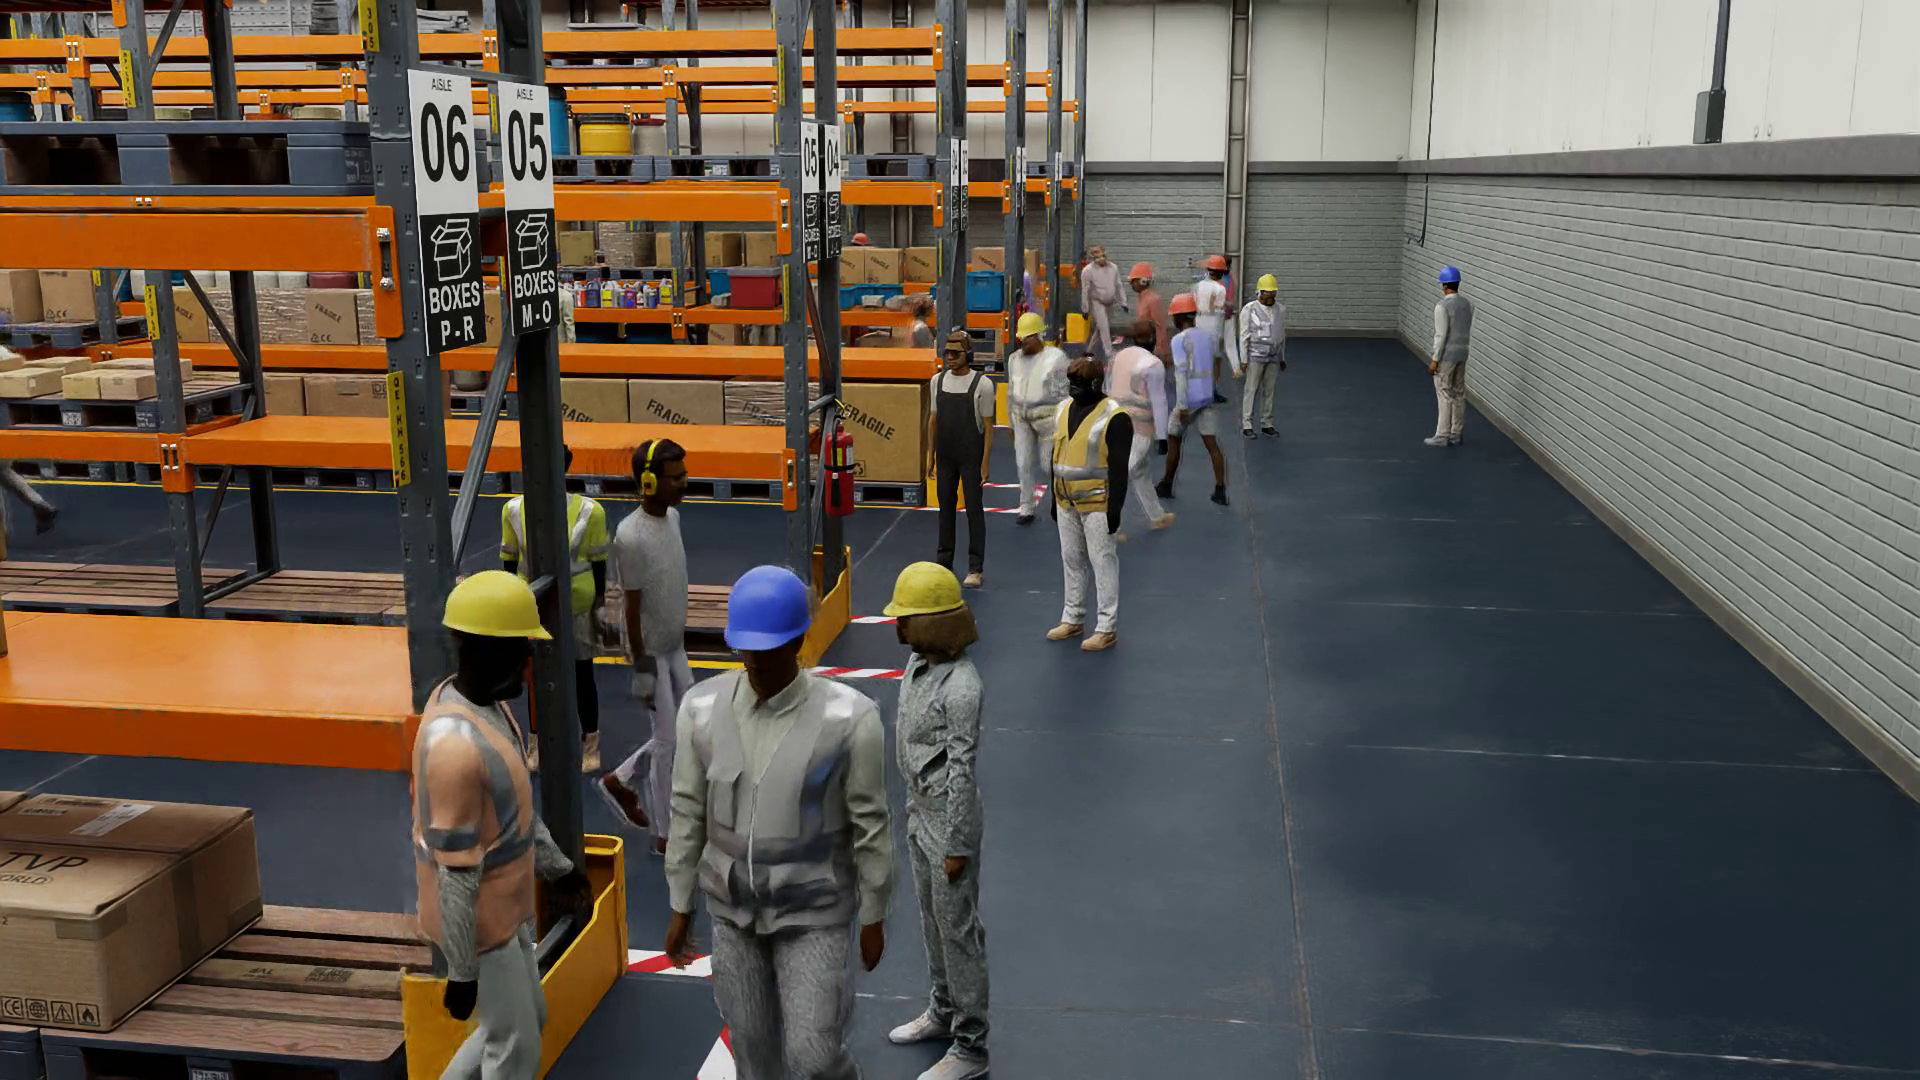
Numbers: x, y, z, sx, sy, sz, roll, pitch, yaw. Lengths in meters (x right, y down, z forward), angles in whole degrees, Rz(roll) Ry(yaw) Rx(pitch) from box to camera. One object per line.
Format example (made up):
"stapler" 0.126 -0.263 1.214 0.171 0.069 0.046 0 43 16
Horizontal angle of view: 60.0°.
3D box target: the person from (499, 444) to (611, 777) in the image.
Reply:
"person" -1.982 0.330 8.166 0.537 1.696 0.317 0 12 -2

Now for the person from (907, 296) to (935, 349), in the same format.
"person" -0.342 -1.825 18.047 0.529 1.620 0.552 -2 13 -8

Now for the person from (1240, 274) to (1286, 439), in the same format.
"person" 3.399 -2.047 18.588 0.599 1.830 0.404 -6 14 -24

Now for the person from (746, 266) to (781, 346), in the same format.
"person" -2.791 -3.048 23.549 0.513 1.638 0.309 -4 13 -19

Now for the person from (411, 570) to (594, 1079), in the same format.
"person" -1.361 1.017 4.607 0.583 1.899 0.598 -3 13 -12

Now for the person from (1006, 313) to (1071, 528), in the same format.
"person" 0.681 -1.023 14.035 0.614 1.801 0.660 7 14 29

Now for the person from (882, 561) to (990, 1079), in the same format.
"person" -0.088 0.916 5.436 0.326 1.736 0.486 -4 13 -19

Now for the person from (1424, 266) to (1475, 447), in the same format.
"person" 5.305 -1.986 18.058 0.609 1.942 0.402 -10 16 -39

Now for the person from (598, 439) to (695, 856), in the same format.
"person" -1.324 0.476 7.148 0.547 1.853 0.532 4 13 17

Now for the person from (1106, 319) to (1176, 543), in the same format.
"person" 1.442 -0.885 13.516 0.975 1.782 0.696 -6 14 -27

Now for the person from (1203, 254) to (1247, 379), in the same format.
"person" 3.764 -3.191 23.834 0.664 1.795 0.933 -8 15 -31

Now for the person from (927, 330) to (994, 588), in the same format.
"person" -0.006 -0.577 11.921 0.506 1.846 0.345 6 14 24

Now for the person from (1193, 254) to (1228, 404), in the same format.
"person" 3.146 -2.684 21.279 0.638 1.920 0.550 -9 16 -36

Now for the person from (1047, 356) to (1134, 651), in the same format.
"person" 0.789 -0.234 10.409 0.430 1.836 0.631 -10 16 -39

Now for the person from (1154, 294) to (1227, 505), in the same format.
"person" 2.113 -1.264 14.999 0.565 1.875 0.843 -11 16 -40

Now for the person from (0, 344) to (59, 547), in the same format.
"person" -7.576 -0.886 13.098 0.542 1.933 0.614 0 12 1

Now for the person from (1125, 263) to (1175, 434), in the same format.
"person" 2.051 -2.125 18.686 1.002 1.937 0.630 -1 13 -7

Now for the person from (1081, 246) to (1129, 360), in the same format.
"person" 2.179 -3.616 25.662 0.719 1.842 0.981 -9 15 -34

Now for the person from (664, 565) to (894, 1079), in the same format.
"person" -0.504 1.002 4.590 0.626 1.932 0.415 4 13 19
